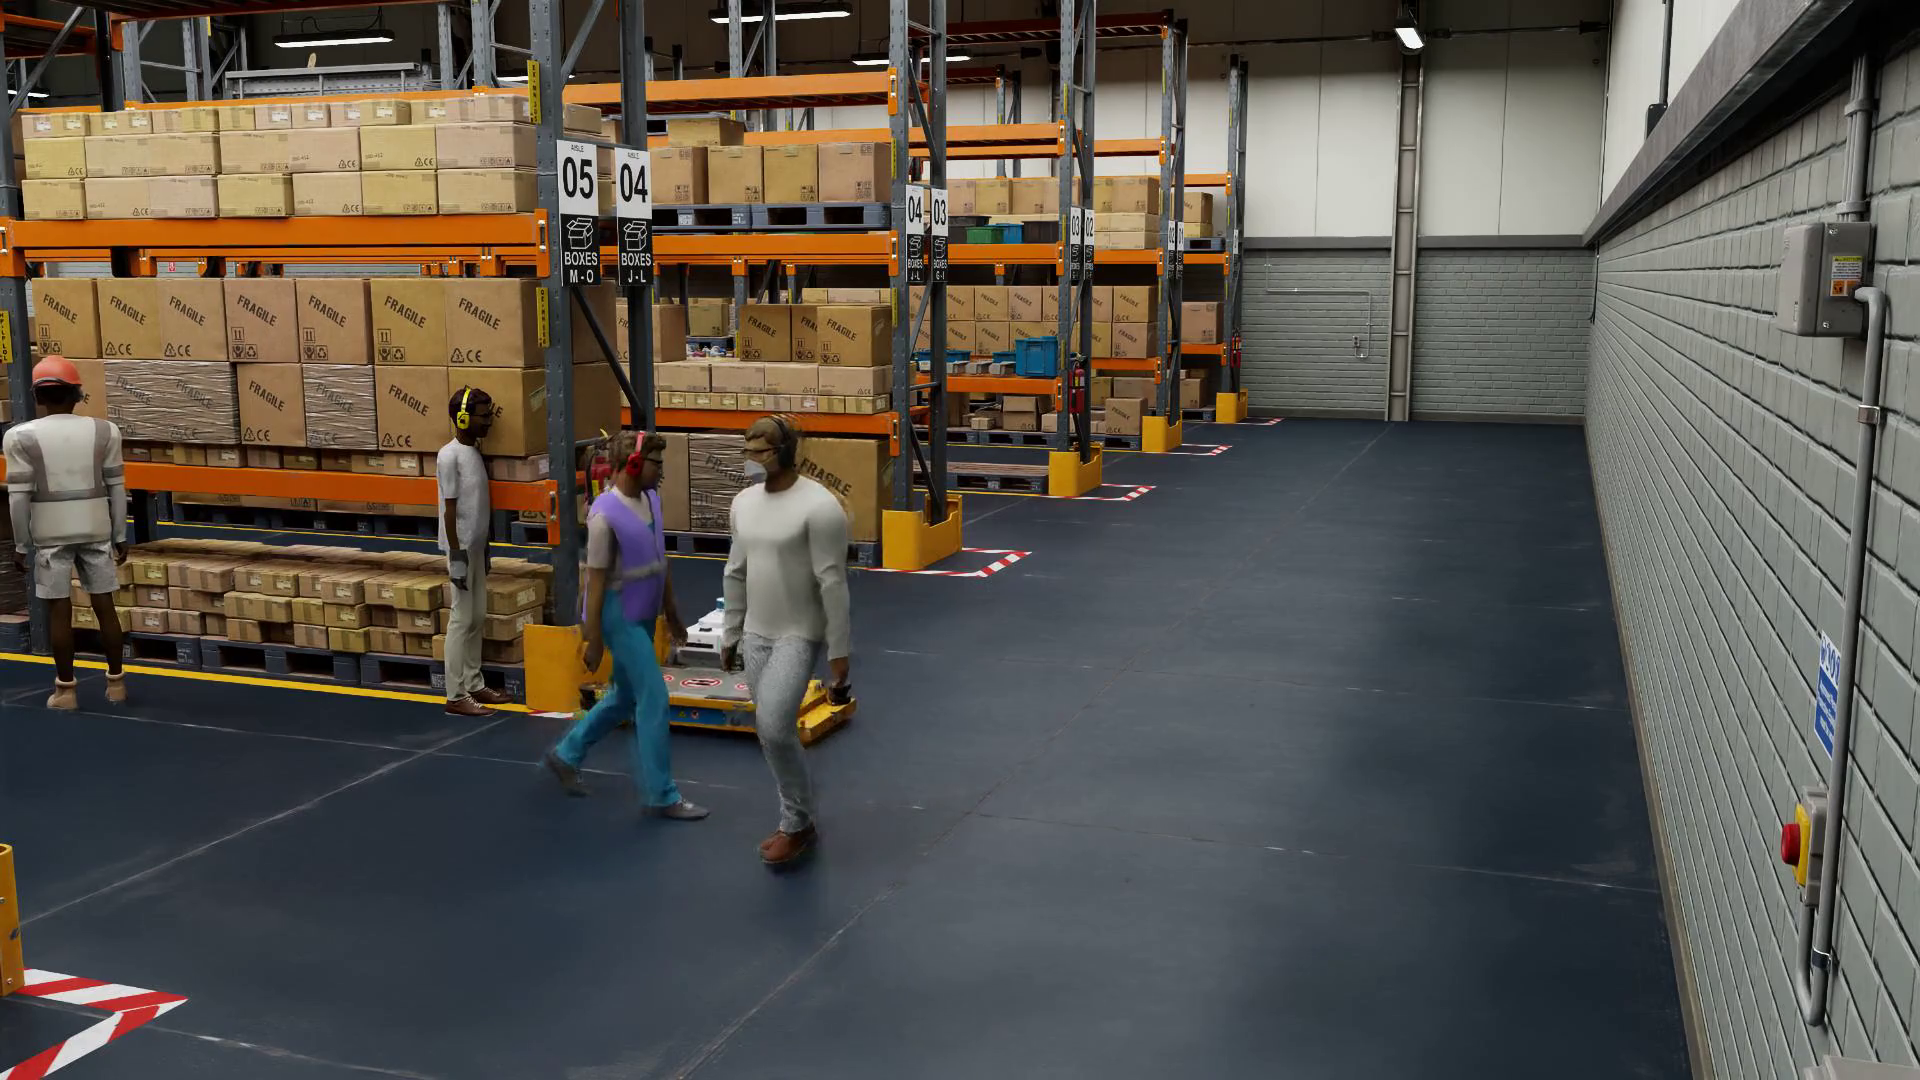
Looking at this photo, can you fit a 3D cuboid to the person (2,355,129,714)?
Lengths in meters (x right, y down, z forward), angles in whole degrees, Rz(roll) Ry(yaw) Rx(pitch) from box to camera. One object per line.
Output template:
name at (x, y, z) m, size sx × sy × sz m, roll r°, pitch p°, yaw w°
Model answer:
person at (-5.088, -0.028, 9.500) m, size 0.609 × 2.040 × 0.395 m, roll -7°, pitch 12°, yaw -39°

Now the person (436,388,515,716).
person at (-2.780, 0.072, 9.451) m, size 0.333 × 1.860 × 0.509 m, roll 1°, pitch 9°, yaw 4°

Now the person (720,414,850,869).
person at (-0.794, 0.433, 7.005) m, size 0.653 × 1.913 × 0.575 m, roll 8°, pitch 12°, yaw 42°

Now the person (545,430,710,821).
person at (-1.589, 0.376, 7.747) m, size 0.856 × 1.798 × 0.562 m, roll 2°, pitch 9°, yaw 10°

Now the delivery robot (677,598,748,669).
delivery robot at (-1.405, 0.588, 9.979) m, size 0.477 × 0.478 × 0.707 m, roll 3°, pitch 10°, yaw 18°

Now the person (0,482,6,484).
person at (-8.220, -0.794, 14.417) m, size 0.381 × 1.994 × 0.622 m, roll 7°, pitch 11°, yaw 35°

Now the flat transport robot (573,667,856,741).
flat transport robot at (-1.361, 0.891, 9.269) m, size 1.431 × 0.197 × 0.652 m, roll 3°, pitch 10°, yaw 18°
